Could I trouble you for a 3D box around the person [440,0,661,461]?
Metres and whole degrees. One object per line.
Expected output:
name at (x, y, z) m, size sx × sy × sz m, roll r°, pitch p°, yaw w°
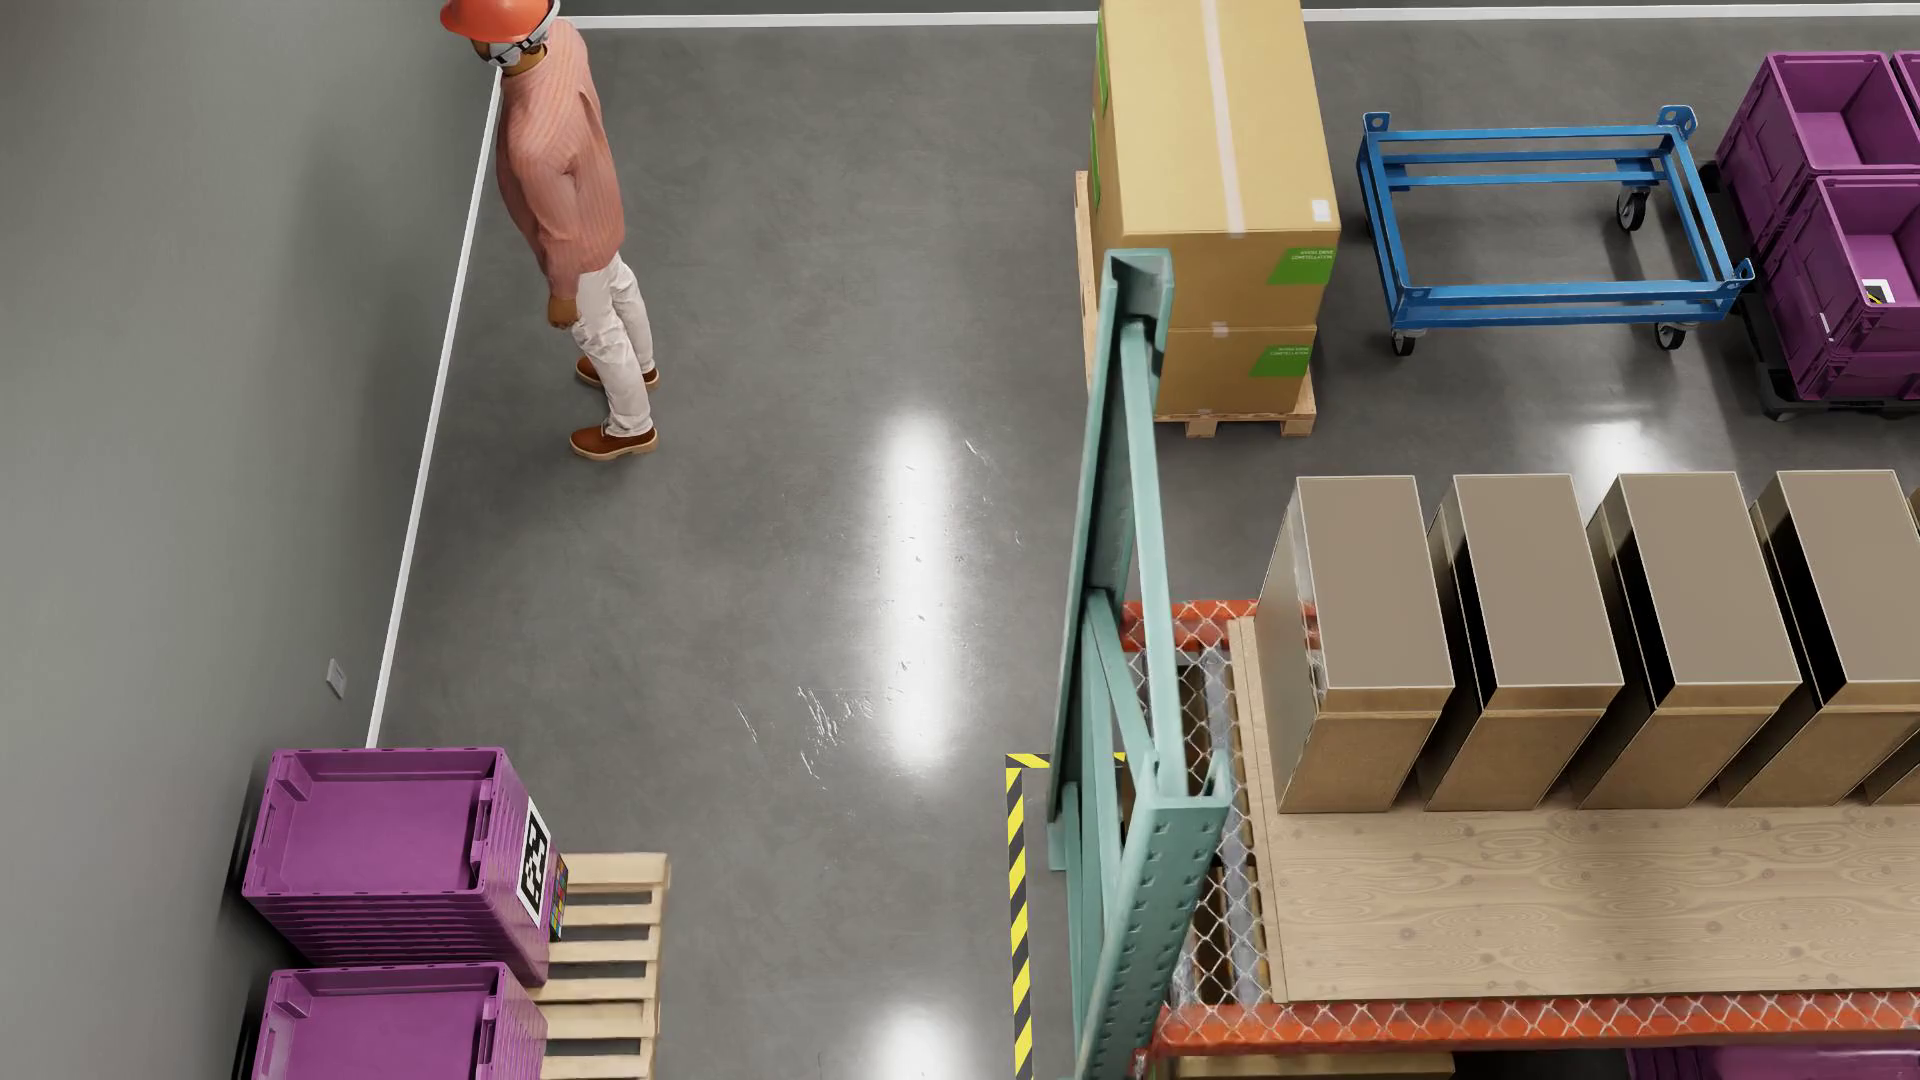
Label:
person at (-1.236, -0.995, 5.256) m, size 0.381 × 1.994 × 0.622 m, roll -1°, pitch 58°, yaw -1°
